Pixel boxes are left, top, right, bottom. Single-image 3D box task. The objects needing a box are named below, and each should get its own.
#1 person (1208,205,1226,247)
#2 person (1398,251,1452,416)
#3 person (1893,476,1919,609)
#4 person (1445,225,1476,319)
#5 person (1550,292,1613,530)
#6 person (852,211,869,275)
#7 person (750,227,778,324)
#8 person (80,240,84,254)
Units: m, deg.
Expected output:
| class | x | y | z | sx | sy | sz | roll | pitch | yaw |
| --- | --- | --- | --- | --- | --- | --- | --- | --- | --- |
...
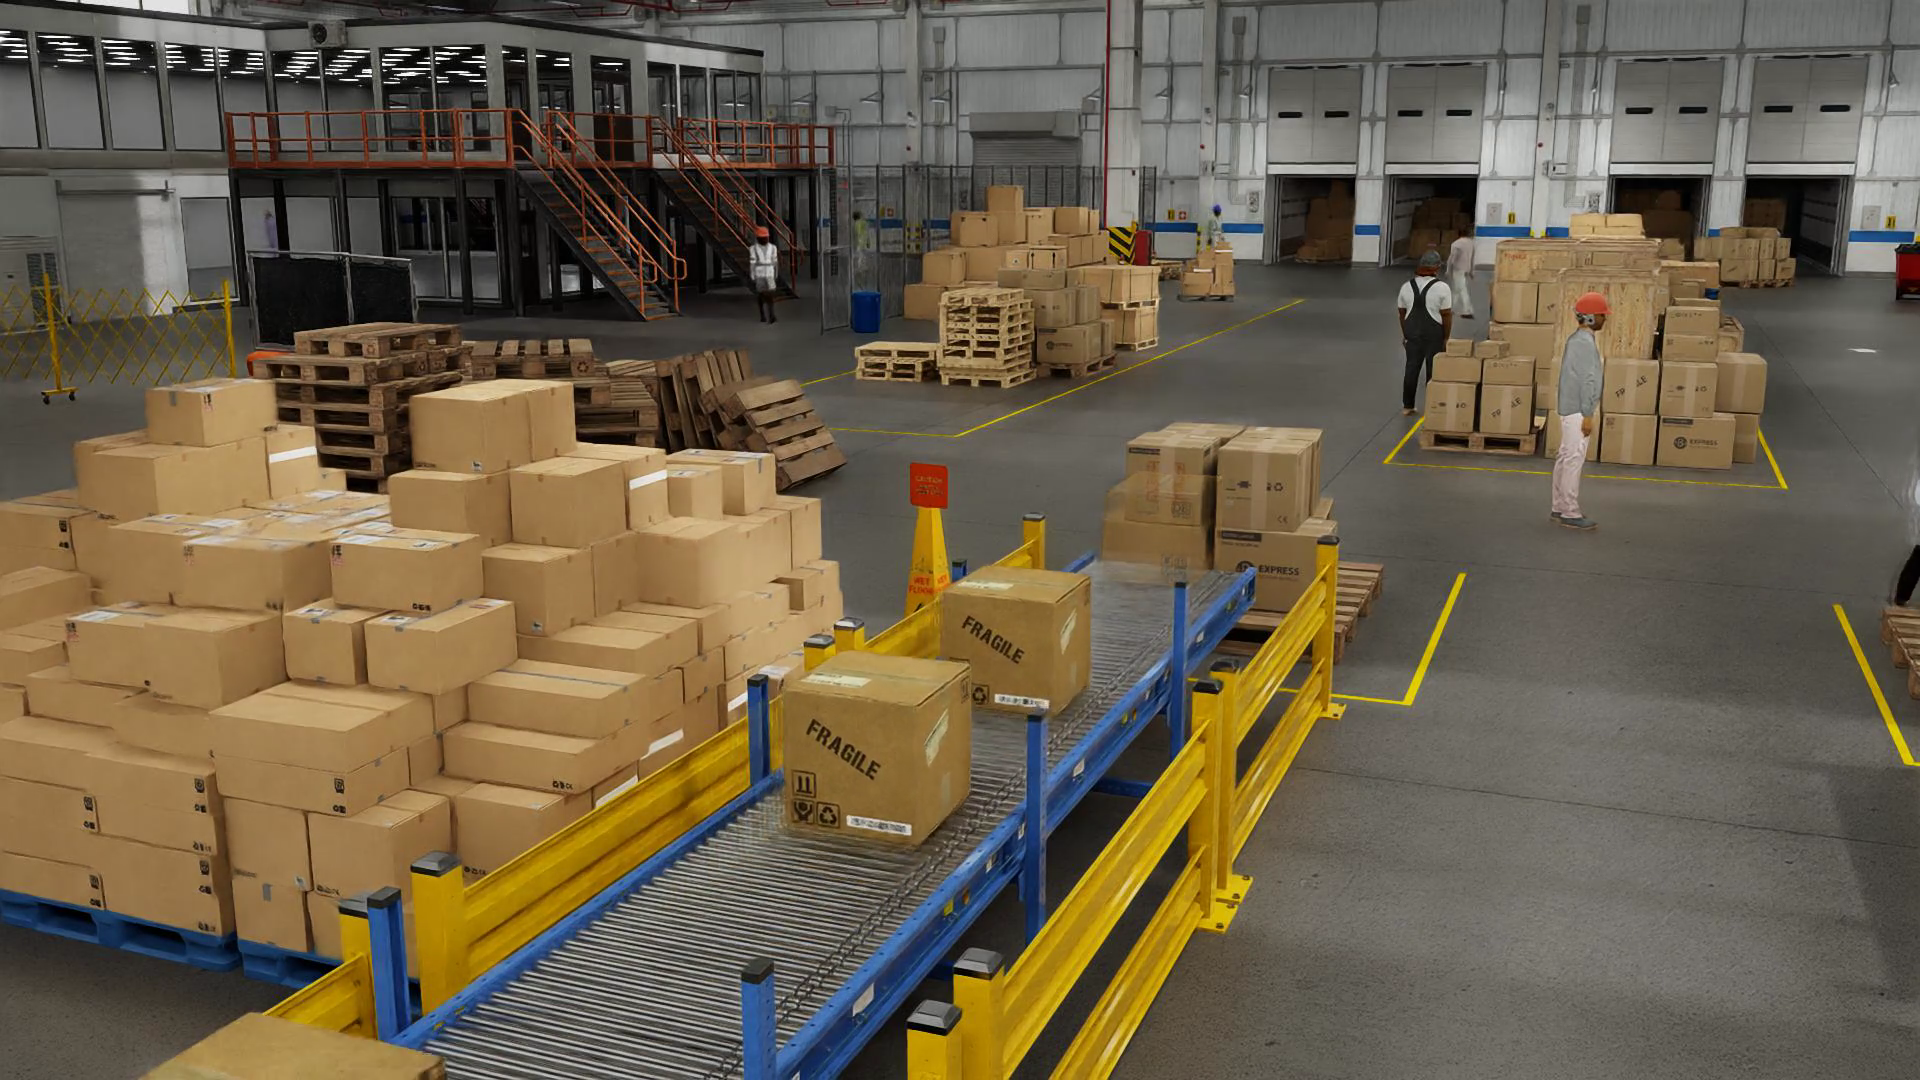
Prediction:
| class | x | y | z | sx | sy | sz | roll | pitch | yaw |
| --- | --- | --- | --- | --- | --- | --- | --- | --- | --- |
| person | 7.908 | -9.286 | 51.010 | 0.689 | 1.924 | 0.618 | 9 | 15 | 34 |
| person | 5.738 | -2.524 | 20.406 | 0.683 | 2.000 | 0.538 | 11 | 17 | 41 |
| person | 6.558 | -0.226 | 10.915 | 0.710 | 1.668 | 0.544 | 6 | 14 | 24 |
| person | 10.203 | -5.477 | 34.013 | 0.647 | 1.885 | 1.009 | -8 | 15 | -33 |
| person | 5.257 | -1.093 | 14.089 | 0.381 | 1.996 | 0.608 | 2 | 13 | 8 |
| person | -2.925 | -8.530 | 47.840 | 0.653 | 1.823 | 0.432 | -10 | 16 | -39 |
| person | -3.860 | -5.213 | 32.825 | 0.571 | 1.878 | 1.012 | -3 | 13 | -13 |
| person | -19.144 | -5.827 | 36.150 | 0.348 | 1.620 | 0.508 | -12 | 17 | -42 |
